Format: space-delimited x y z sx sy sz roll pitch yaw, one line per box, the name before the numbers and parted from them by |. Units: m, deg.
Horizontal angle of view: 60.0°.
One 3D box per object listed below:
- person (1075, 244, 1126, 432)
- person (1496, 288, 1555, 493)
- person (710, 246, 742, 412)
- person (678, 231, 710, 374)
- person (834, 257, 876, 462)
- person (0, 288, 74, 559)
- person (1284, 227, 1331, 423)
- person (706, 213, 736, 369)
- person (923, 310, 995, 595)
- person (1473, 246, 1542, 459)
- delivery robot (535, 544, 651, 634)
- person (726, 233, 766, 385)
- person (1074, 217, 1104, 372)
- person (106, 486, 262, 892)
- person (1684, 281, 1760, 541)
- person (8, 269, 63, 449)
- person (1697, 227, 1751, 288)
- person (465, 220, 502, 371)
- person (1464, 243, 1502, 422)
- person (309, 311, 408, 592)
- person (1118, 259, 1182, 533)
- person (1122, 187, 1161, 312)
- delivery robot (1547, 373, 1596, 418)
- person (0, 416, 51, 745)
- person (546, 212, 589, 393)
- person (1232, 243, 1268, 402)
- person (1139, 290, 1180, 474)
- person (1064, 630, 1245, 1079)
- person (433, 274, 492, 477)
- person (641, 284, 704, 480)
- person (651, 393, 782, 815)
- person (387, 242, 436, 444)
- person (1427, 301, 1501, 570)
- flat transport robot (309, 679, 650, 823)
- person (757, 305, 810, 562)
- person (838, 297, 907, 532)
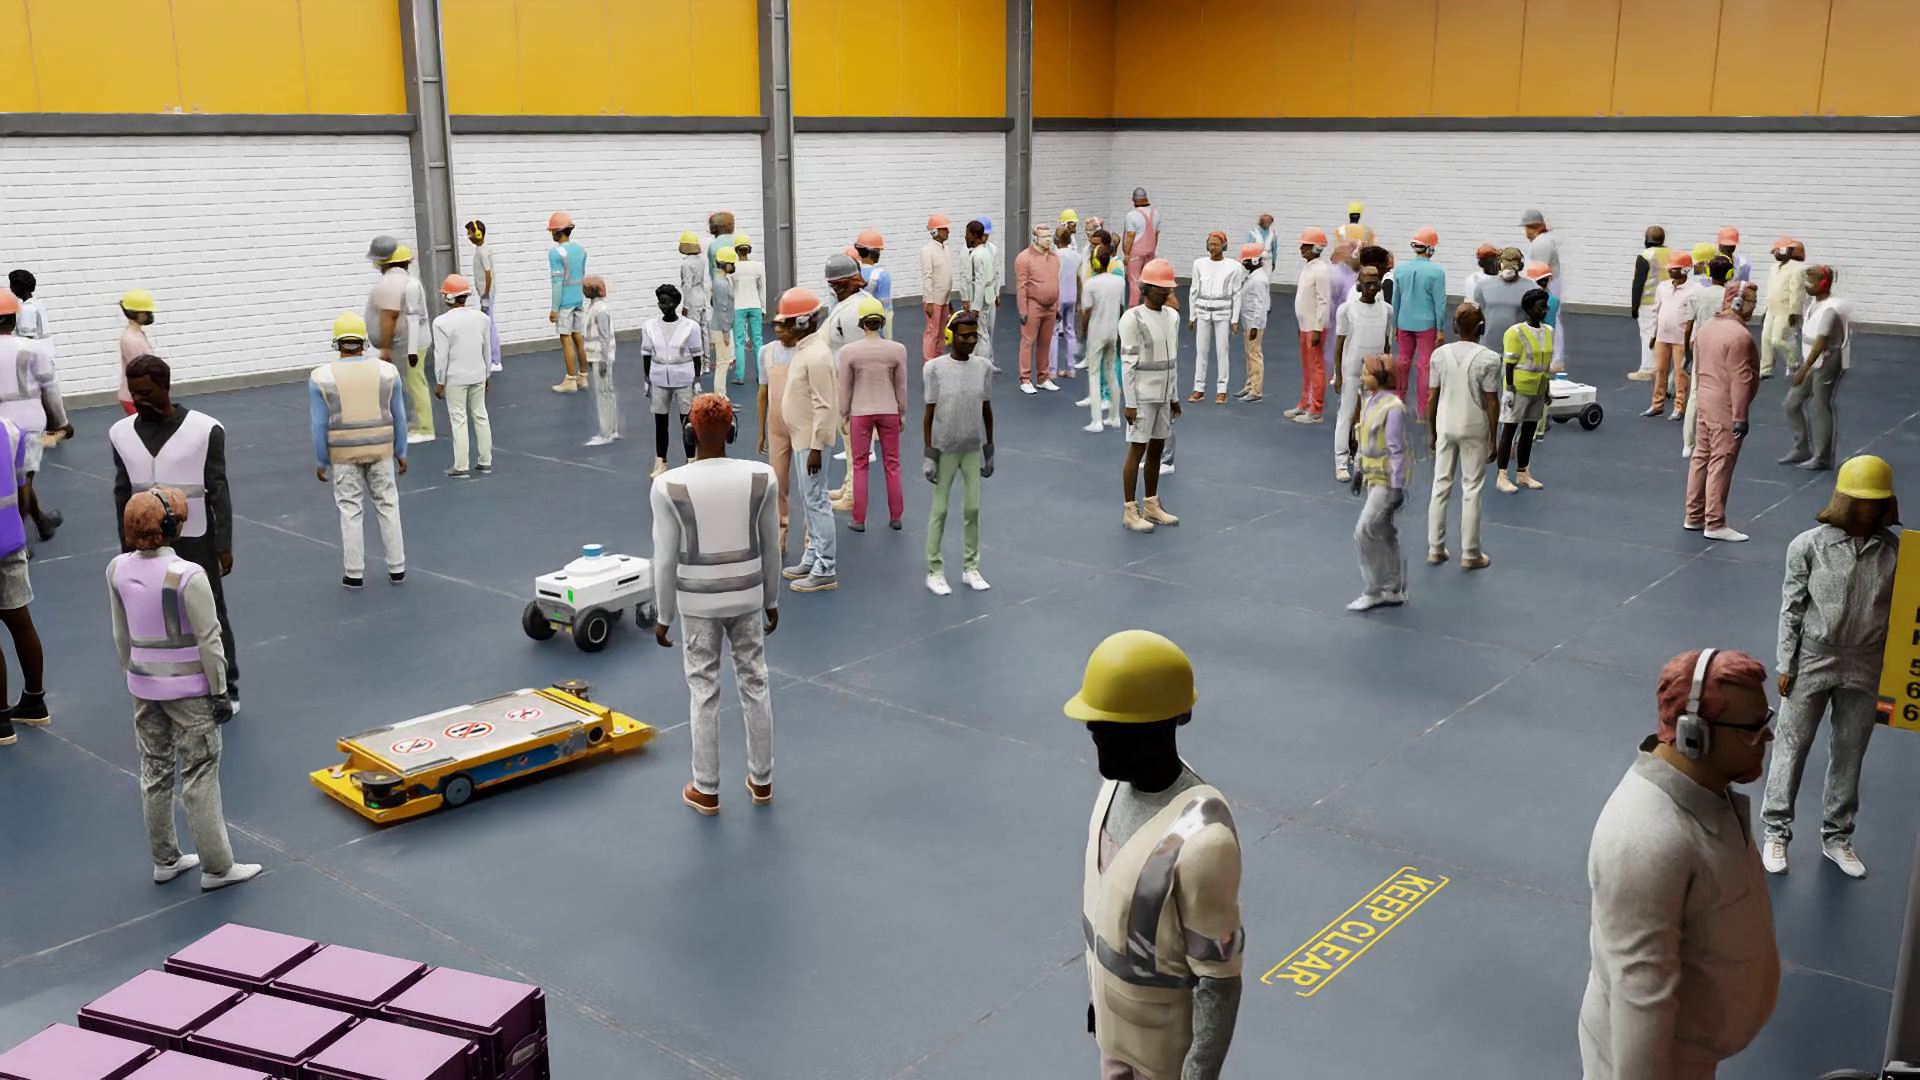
person | 1.422 -2.014 16.593 0.561 1.872 0.359 -8 16 -29
person | 4.714 -1.242 13.831 0.530 1.697 0.321 -7 16 -27
person | -2.485 -2.230 17.669 0.343 1.755 0.531 -2 14 -8
person | -3.278 -2.898 20.355 0.300 1.745 0.483 4 15 16
person | -0.964 -1.615 15.015 0.345 1.857 0.525 -11 18 -37
person | -6.664 -0.838 11.820 0.556 1.887 0.977 -1 14 -3
person | 3.593 -2.199 17.050 0.387 1.996 0.612 -1 14 -4
person | -2.969 -3.104 20.785 0.374 1.939 0.628 3 14 10
person | -0.006 -0.570 10.827 0.518 1.860 0.321 -6 15 -22
person | 4.972 -1.713 15.233 0.627 1.936 0.371 6 15 23
delivery robot | -2.182 0.269 9.920 0.477 0.478 0.707 9 17 32
person | -2.527 -2.703 19.535 0.523 1.769 0.313 -7 16 -25
person | 1.654 -3.036 20.591 0.410 1.903 0.643 -6 15 -23
person | -3.108 0.599 6.594 0.510 1.640 0.308 5 15 20
person | 5.653 -0.954 12.270 0.406 1.903 0.639 0 14 -2
person | -8.730 -1.709 15.722 0.319 1.687 0.538 -4 15 -17
person | 8.516 -2.544 18.653 0.557 1.878 0.999 6 15 23
person | -5.888 -3.012 20.572 0.334 1.865 0.515 -4 15 -17
person | 5.333 -2.083 16.876 0.650 1.859 0.408 -6 15 -23
person | -3.926 -0.576 10.900 0.600 1.829 0.404 -8 16 -29
person | 1.453 -1.086 12.511 0.373 2.042 0.607 13 19 43
person | 2.845 -4.623 26.648 0.688 2.000 0.536 -11 18 -36
delivery robot | 6.030 -1.433 16.725 0.707 0.478 0.477 -6 15 -22
person | -4.819 0.038 8.171 0.366 1.967 0.603 3 14 10
person | -4.497 -2.703 18.975 0.379 2.041 0.614 5 15 19
person | 3.207 -2.402 18.365 0.337 1.745 0.560 0 14 1
person | 1.757 -1.393 14.567 0.285 1.633 0.498 -3 14 -10
person | 0.431 1.132 3.885 0.381 1.923 0.591 -4 15 -17
person | -4.319 -1.425 14.443 0.320 1.755 0.570 11 18 37
person | -2.458 -1.344 14.243 0.537 1.695 0.320 1 14 6
person | -1.063 0.288 7.344 0.573 1.883 0.359 -6 15 -21
person | -5.293 -1.890 15.985 0.405 1.919 0.596 -6 15 -22
person | 3.450 -0.712 11.416 0.505 1.846 0.346 11 18 37
flat transport robot | -2.256 0.969 7.890 0.652 0.197 1.431 13 19 43
person | -1.161 -0.742 11.540 0.511 1.842 0.327 3 14 14
person | -0.655 -0.940 12.514 0.522 1.758 0.350 -3 14 -13
